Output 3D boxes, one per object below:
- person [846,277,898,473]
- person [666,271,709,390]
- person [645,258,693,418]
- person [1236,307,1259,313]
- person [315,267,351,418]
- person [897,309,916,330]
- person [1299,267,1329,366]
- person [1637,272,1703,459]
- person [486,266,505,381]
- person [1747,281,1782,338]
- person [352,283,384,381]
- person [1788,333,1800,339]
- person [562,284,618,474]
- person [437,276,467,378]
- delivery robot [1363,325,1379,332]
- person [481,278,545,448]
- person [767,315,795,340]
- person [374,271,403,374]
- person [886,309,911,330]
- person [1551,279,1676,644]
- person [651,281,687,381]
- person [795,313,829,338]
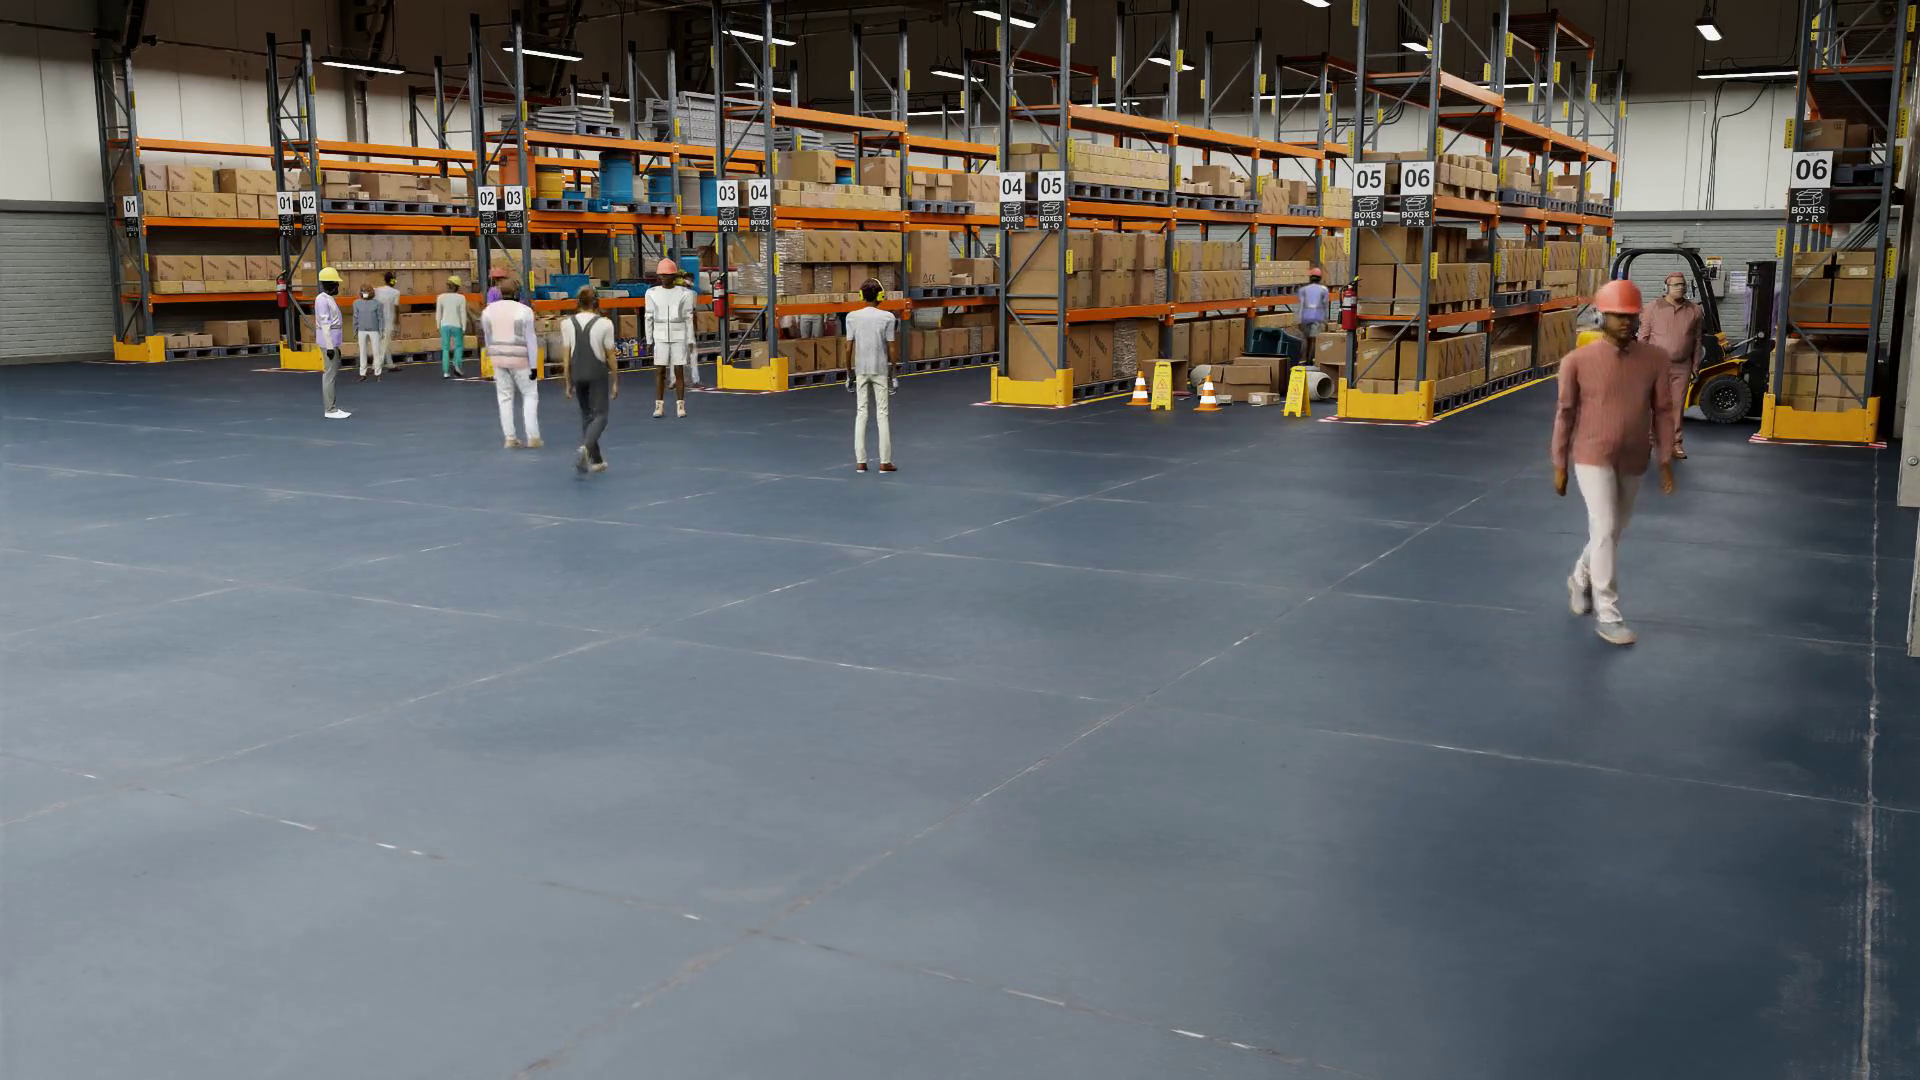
[{"bbox_3d":[-0.848,-1.575,15.961,0.516,1.871,0.325,2,10,12],"label":"person"},{"bbox_3d":[-4.275,-3.210,25.653,0.617,1.826,0.777,-5,11,-28],"label":"person"},{"bbox_3d":[-3.730,-2.584,21.368,0.611,2.040,0.393,-1,10,-6],"label":"person"},{"bbox_3d":[6.006,-4.638,34.594,0.548,1.617,0.522,6,11,32],"label":"person"},{"bbox_3d":[-8.058,-2.523,21.341,0.367,1.927,0.587,-2,10,-14],"label":"person"},{"bbox_3d":[-1.137,-4.484,33.268,0.959,1.777,0.590,-5,11,-28],"label":"person"},{"bbox_3d":[6.430,-4.029,30.311,0.554,1.893,0.801,3,10,19],"label":"person"},{"bbox_3d":[7.272,-1.783,17.060,0.650,1.911,0.408,1,10,5],"label":"person"},{"bbox_3d":[-7.480,-3.538,27.355,0.806,1.911,0.544,3,10,19],"label":"person"},{"bbox_3d":[14.211,-3.875,29.320,0.404,1.907,0.649,-9,13,-42],"label":"person"},{"bbox_3d":[-9.826,-3.451,27.631,0.499,1.633,0.282,-1,10,-6],"label":"person"},{"bbox_3d":[17.059,-4.682,34.104,0.780,1.891,0.614,-8,13,-39],"label":"person"},{"bbox_3d":[-3.510,-1.506,15.722,0.513,1.822,0.765,2,10,9],"label":"person"},{"bbox_3d":[-8.659,-3.628,28.369,0.556,1.730,0.597,0,10,-2],"label":"person"},{"bbox_3d":[9.372,-4.630,37.414,0.707,0.478,0.477,-2,10,-11],"label":"delivery robot"},{"bbox_3d":[-4.824,-1.896,17.948,0.650,1.837,0.474,2,10,12],"label":"person"},{"bbox_3d":[-3.523,-4.519,33.089,0.620,1.906,1.028,5,11,27],"label":"person"},{"bbox_3d":[-10.202,-3.839,29.379,0.536,1.829,0.819,4,10,22],"label":"person"},{"bbox_3d":[-1.207,-4.316,32.312,0.524,1.769,0.314,4,10,20],"label":"person"},{"bbox_3d":[3.594,-0.466,9.241,0.603,1.963,0.988,-1,10,-4],"label":"person"},{"bbox_3d":[-4.822,-3.618,27.556,0.620,1.994,0.381,3,10,15],"label":"person"},{"bbox_3d":[-2.628,-3.917,29.511,0.627,1.933,0.368,1,10,4],"label":"person"}]
